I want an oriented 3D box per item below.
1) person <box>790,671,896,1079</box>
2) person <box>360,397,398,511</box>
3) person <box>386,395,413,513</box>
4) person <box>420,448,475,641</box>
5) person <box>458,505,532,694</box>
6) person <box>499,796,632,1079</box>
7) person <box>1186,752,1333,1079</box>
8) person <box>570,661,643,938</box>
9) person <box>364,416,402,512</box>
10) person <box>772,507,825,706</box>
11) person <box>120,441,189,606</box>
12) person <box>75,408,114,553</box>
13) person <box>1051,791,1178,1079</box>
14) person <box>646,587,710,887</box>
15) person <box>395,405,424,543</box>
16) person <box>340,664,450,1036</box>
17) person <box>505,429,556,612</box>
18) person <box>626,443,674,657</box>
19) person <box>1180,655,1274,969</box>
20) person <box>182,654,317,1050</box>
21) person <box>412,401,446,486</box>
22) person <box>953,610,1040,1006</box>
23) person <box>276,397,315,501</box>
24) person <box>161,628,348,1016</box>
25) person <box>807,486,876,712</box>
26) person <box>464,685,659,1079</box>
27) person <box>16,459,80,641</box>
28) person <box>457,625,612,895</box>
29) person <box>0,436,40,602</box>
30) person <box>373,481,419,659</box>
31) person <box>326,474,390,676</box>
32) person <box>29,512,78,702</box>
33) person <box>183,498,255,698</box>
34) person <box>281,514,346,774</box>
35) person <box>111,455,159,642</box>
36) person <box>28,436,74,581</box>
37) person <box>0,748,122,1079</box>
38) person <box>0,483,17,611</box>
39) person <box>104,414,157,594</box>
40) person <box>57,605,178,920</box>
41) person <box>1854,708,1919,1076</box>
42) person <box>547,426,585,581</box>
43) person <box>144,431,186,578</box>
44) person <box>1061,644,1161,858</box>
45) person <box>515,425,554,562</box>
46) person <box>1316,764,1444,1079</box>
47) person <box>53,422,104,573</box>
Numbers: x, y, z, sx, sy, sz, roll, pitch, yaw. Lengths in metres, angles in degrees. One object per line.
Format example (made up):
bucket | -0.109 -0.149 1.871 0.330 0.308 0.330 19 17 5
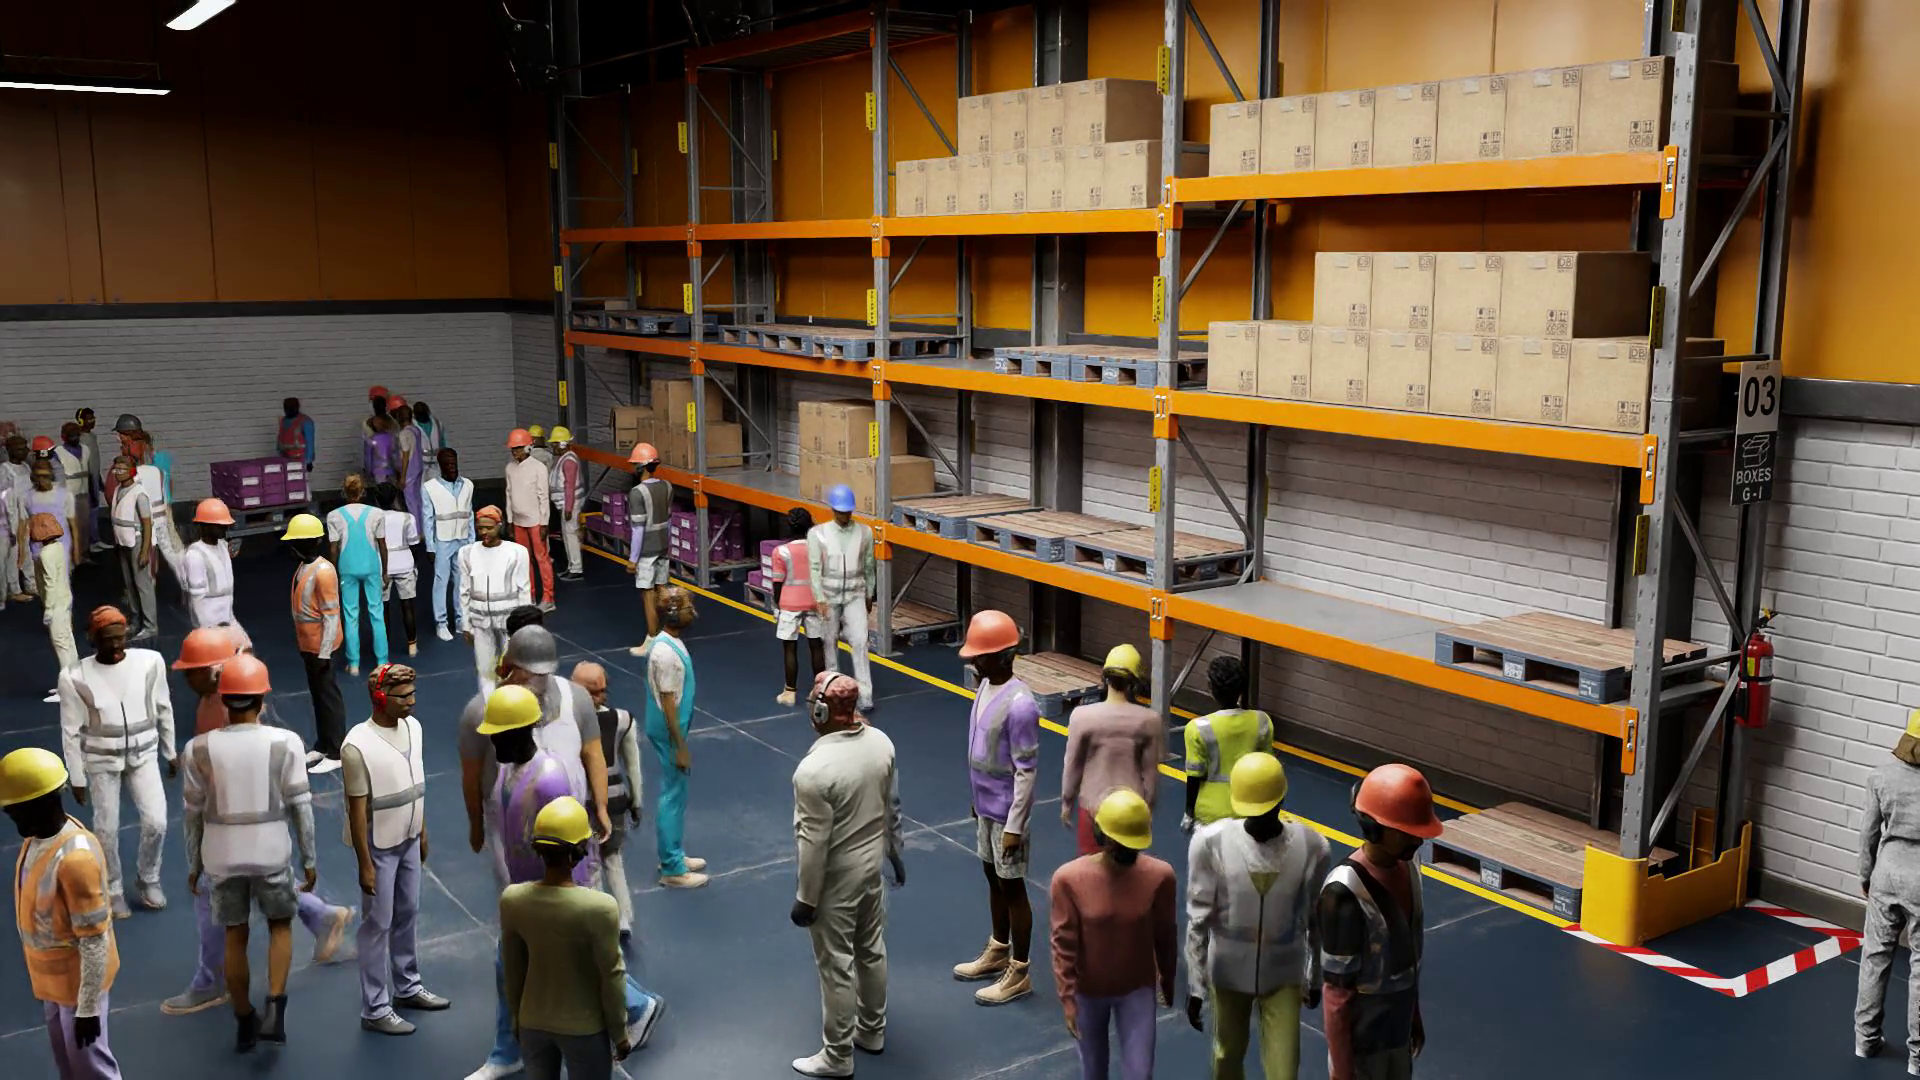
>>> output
person | -0.574 1.545 7.740 0.403 1.911 0.637 6 11 32
person | -8.016 -1.076 23.284 1.055 1.847 0.617 9 13 41
person | -7.602 -1.011 22.679 0.369 1.931 0.544 -2 10 -13
person | -5.091 0.028 16.613 0.387 1.919 0.594 7 12 36
person | -3.644 0.655 13.060 0.566 1.879 0.355 1 10 4
person | -1.506 1.849 6.402 0.527 1.760 0.333 3 10 20
person | 1.211 1.734 6.795 0.585 1.874 0.964 1 10 7
person | -2.003 1.462 9.068 0.509 1.621 0.418 -5 11 -27
person | -7.975 -0.920 23.050 0.561 1.614 0.368 -9 13 -41
person | -1.351 0.561 14.155 0.531 1.691 0.318 -5 11 -27
person | -8.756 -0.169 18.043 0.997 1.839 0.587 4 11 24
person | -11.220 -0.775 21.468 0.328 1.872 0.510 0 10 -2
person | 0.624 1.824 6.674 0.522 1.714 0.831 0 10 0
person | -1.711 1.193 10.068 0.368 1.843 0.525 -1 10 -7
person | -7.321 -0.879 22.155 0.325 1.842 0.516 1 10 7
person | -2.819 1.504 8.199 0.394 1.836 0.560 2 10 14
person | -4.644 -0.206 17.811 0.618 1.984 0.420 7 12 34
person | -2.971 0.095 15.847 0.378 2.045 0.605 4 11 24
person | 1.424 1.450 8.911 0.535 1.698 0.318 -4 10 -21
person | -3.389 1.506 7.946 0.587 1.914 0.520 -3 10 -16
person | -7.427 -1.030 23.151 0.653 1.811 0.544 -9 13 -44
person | 0.182 1.351 8.492 0.389 2.039 0.605 -3 10 -18
person | -9.513 -1.154 23.872 0.666 1.822 0.439 6 11 32
person | -3.663 1.380 8.546 0.928 1.956 0.624 -7 12 -37
person | -0.960 0.499 13.899 0.593 1.896 0.947 -2 10 -14
person | -1.873 1.564 7.715 0.869 1.897 0.585 -8 13 -39
person | -8.969 0.123 16.319 0.519 1.823 0.686 -3 10 -15
person | -2.125 1.359 8.441 0.694 2.000 1.041 -6 11 -32
person | -10.402 -0.235 18.407 0.342 1.840 0.507 2 10 9
person | -5.377 0.289 15.724 0.532 1.698 0.319 -5 11 -27
person | -5.469 0.316 15.137 0.505 1.845 0.346 -4 10 -22
person | -7.771 0.570 14.261 0.283 1.634 0.498 -3 10 -17
person | -5.851 0.620 13.130 0.473 1.915 0.579 1 10 4
person | -4.763 0.759 12.291 0.372 1.928 0.584 -7 12 -35
person | -8.216 0.073 16.547 0.570 1.849 0.379 7 12 37
person | -10.563 -0.344 19.312 0.349 1.743 0.558 -2 10 -11
person | -3.541 1.740 6.568 0.392 1.916 0.588 -9 13 -42
person | -10.519 -0.072 18.090 0.525 1.614 0.679 -2 10 -14
person | -9.397 -0.417 18.865 0.537 2.000 0.679 -3 10 -18
person | -4.797 1.267 9.504 0.603 1.858 0.518 -8 12 -38
person | 4.472 1.618 7.791 0.323 1.743 0.489 -7 12 -35
person | -4.628 -0.429 19.614 0.404 1.818 0.597 -3 10 -18
person | -9.398 -0.398 19.487 0.902 1.803 0.592 5 11 27
person | 0.834 1.434 8.878 0.539 1.734 0.686 -3 10 -16
person | -5.248 -0.562 20.630 0.488 1.731 0.325 1 10 5
person | 1.523 1.779 6.032 0.409 2.028 0.615 8 12 39
person | -10.718 -0.518 20.098 0.411 1.827 0.593 2 10 12
